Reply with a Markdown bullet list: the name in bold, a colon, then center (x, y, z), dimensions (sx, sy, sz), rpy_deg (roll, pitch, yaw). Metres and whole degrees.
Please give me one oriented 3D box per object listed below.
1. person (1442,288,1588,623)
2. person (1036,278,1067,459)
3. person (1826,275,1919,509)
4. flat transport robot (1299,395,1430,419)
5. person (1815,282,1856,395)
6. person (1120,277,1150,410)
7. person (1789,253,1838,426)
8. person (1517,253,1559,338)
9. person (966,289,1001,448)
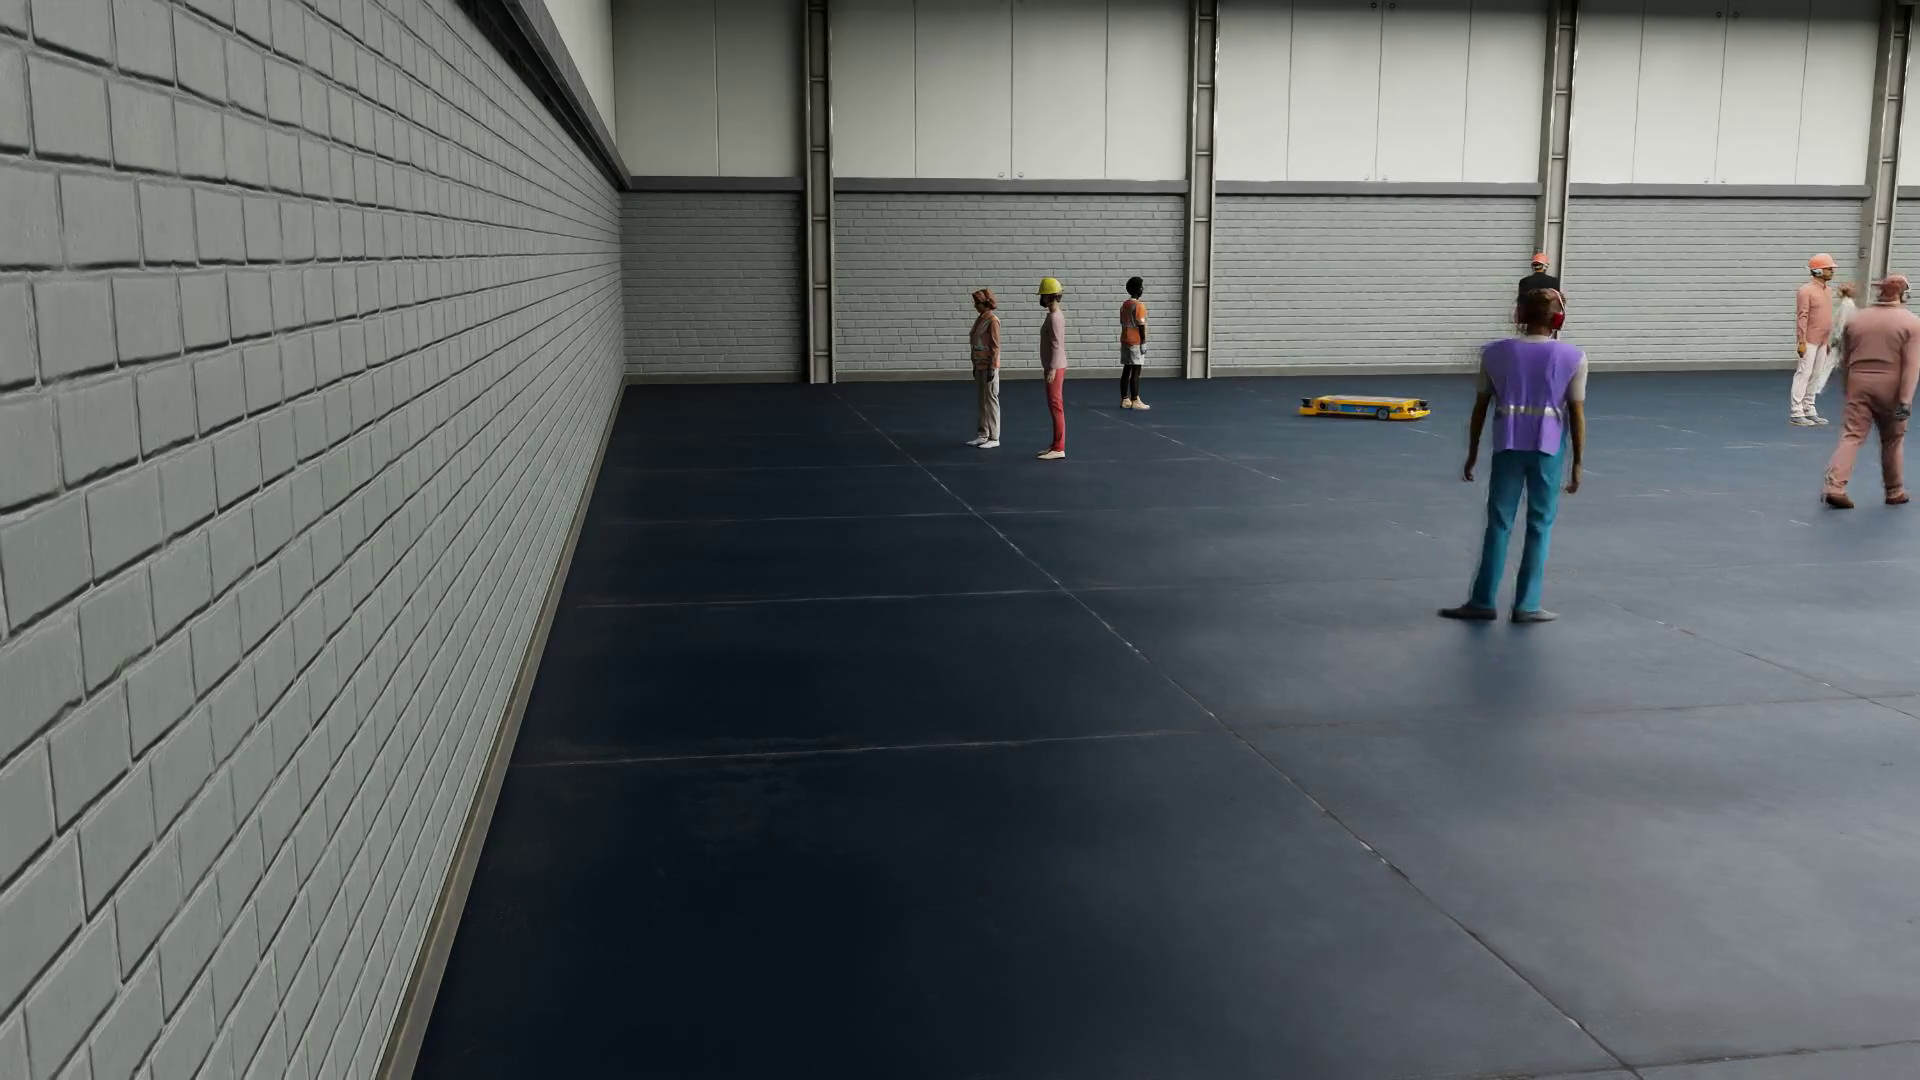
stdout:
- **person**: center (3.034, -0.451, 9.083), dimensions (0.703, 1.827, 0.402), rpy_deg (4, 11, 24)
- **person**: center (0.885, -1.668, 16.243), dimensions (0.318, 1.766, 0.535), rpy_deg (1, 10, 4)
- **person**: center (7.230, -1.162, 13.137), dimensions (0.983, 1.849, 0.641), rpy_deg (-8, 12, -38)
- **flat transport robot**: center (4.947, -1.633, 20.334), dimensions (1.431, 0.197, 0.652), rpy_deg (6, 11, 30)
- **person**: center (12.348, -2.802, 23.245), dimensions (0.855, 1.595, 0.523), rpy_deg (3, 10, 18)
- **person**: center (2.235, -2.517, 21.314), dimensions (0.317, 1.700, 0.539), rpy_deg (-4, 11, -23)
- **person**: center (9.926, -2.322, 19.330), dimensions (0.622, 1.996, 0.369), rpy_deg (-7, 12, -35)
- **person**: center (8.916, -3.421, 25.682), dimensions (0.612, 1.990, 0.392), rpy_deg (3, 10, 19)
- **person**: center (0.264, -1.765, 17.161), dimensions (0.309, 1.640, 0.512), rpy_deg (-4, 11, -21)
